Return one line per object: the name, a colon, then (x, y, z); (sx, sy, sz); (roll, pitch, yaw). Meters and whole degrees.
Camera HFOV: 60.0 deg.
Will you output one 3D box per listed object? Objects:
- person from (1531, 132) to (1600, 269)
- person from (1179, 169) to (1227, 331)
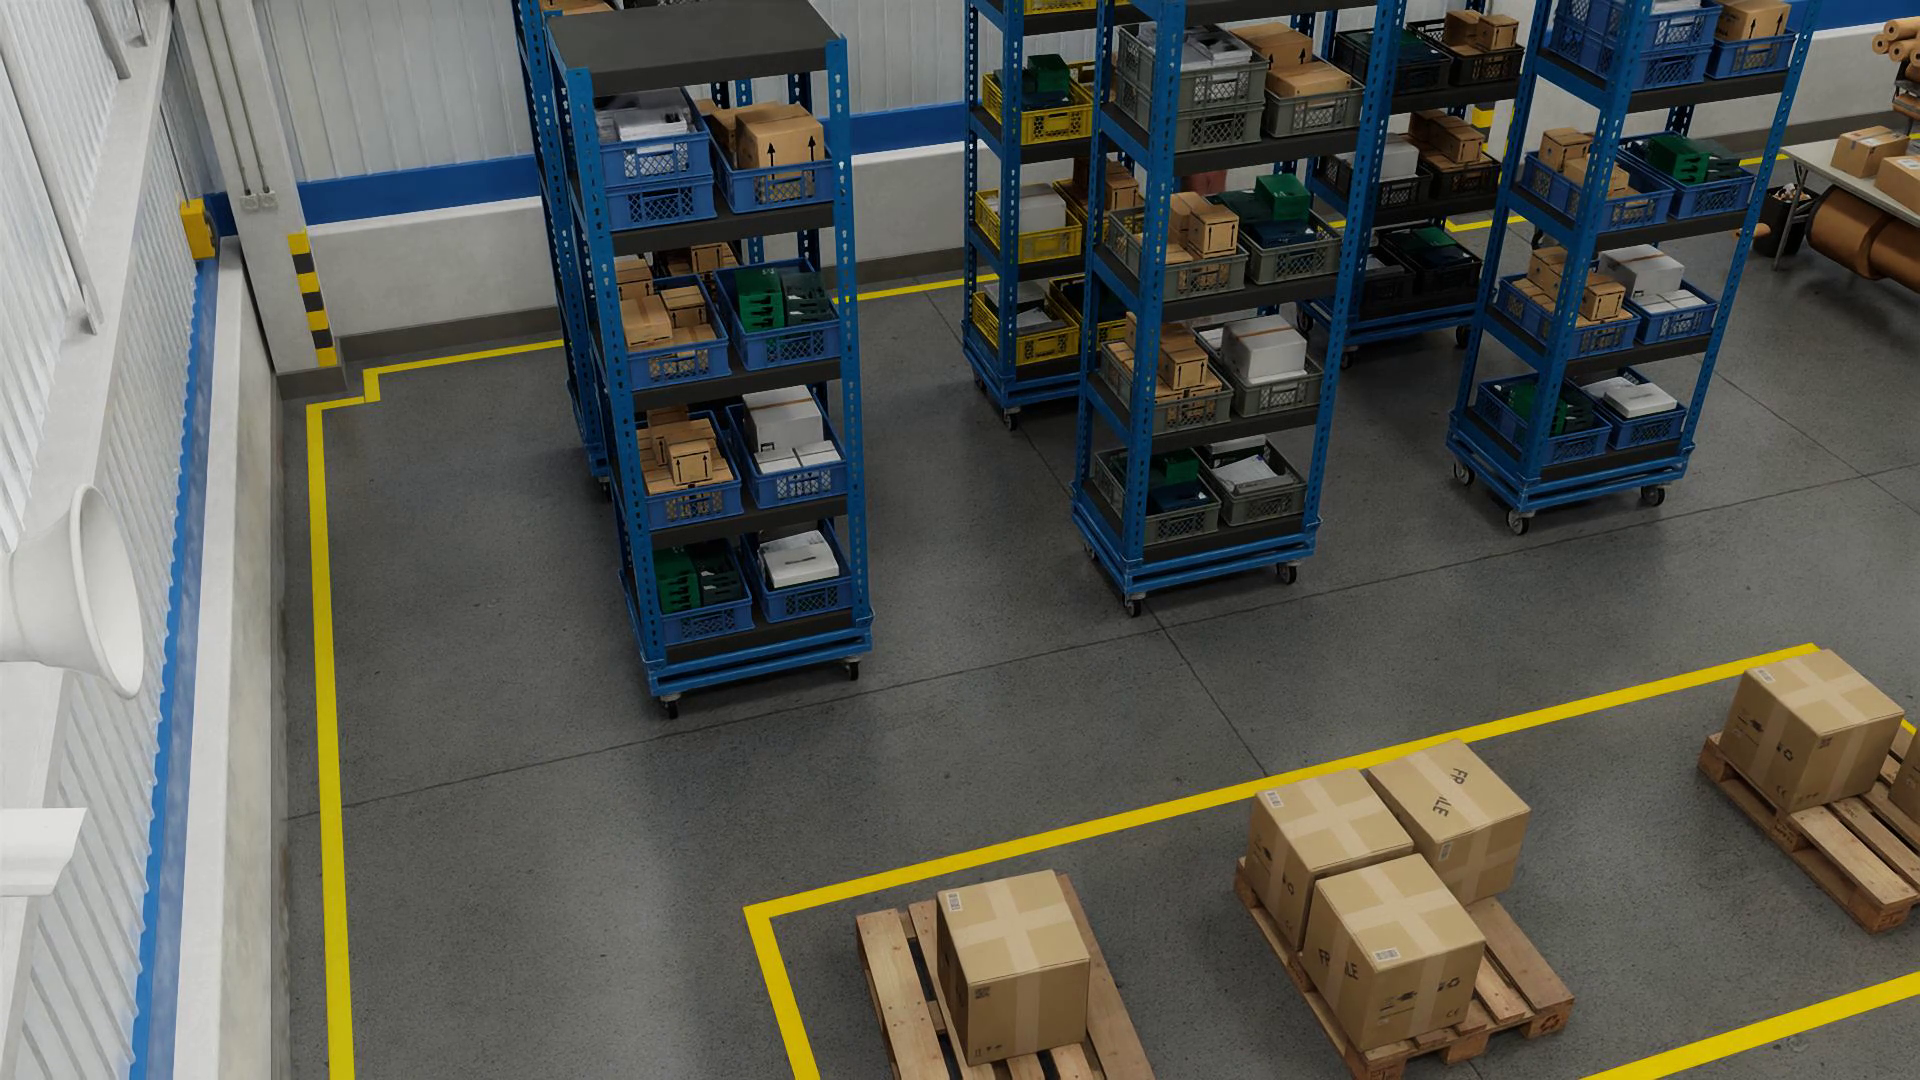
person: (4.344, -2.134, 11.886); (0.518, 1.632, 0.314); (24, 41, 30)
person: (1.646, -2.197, 11.662); (0.397, 1.992, 0.623); (14, 38, 20)
